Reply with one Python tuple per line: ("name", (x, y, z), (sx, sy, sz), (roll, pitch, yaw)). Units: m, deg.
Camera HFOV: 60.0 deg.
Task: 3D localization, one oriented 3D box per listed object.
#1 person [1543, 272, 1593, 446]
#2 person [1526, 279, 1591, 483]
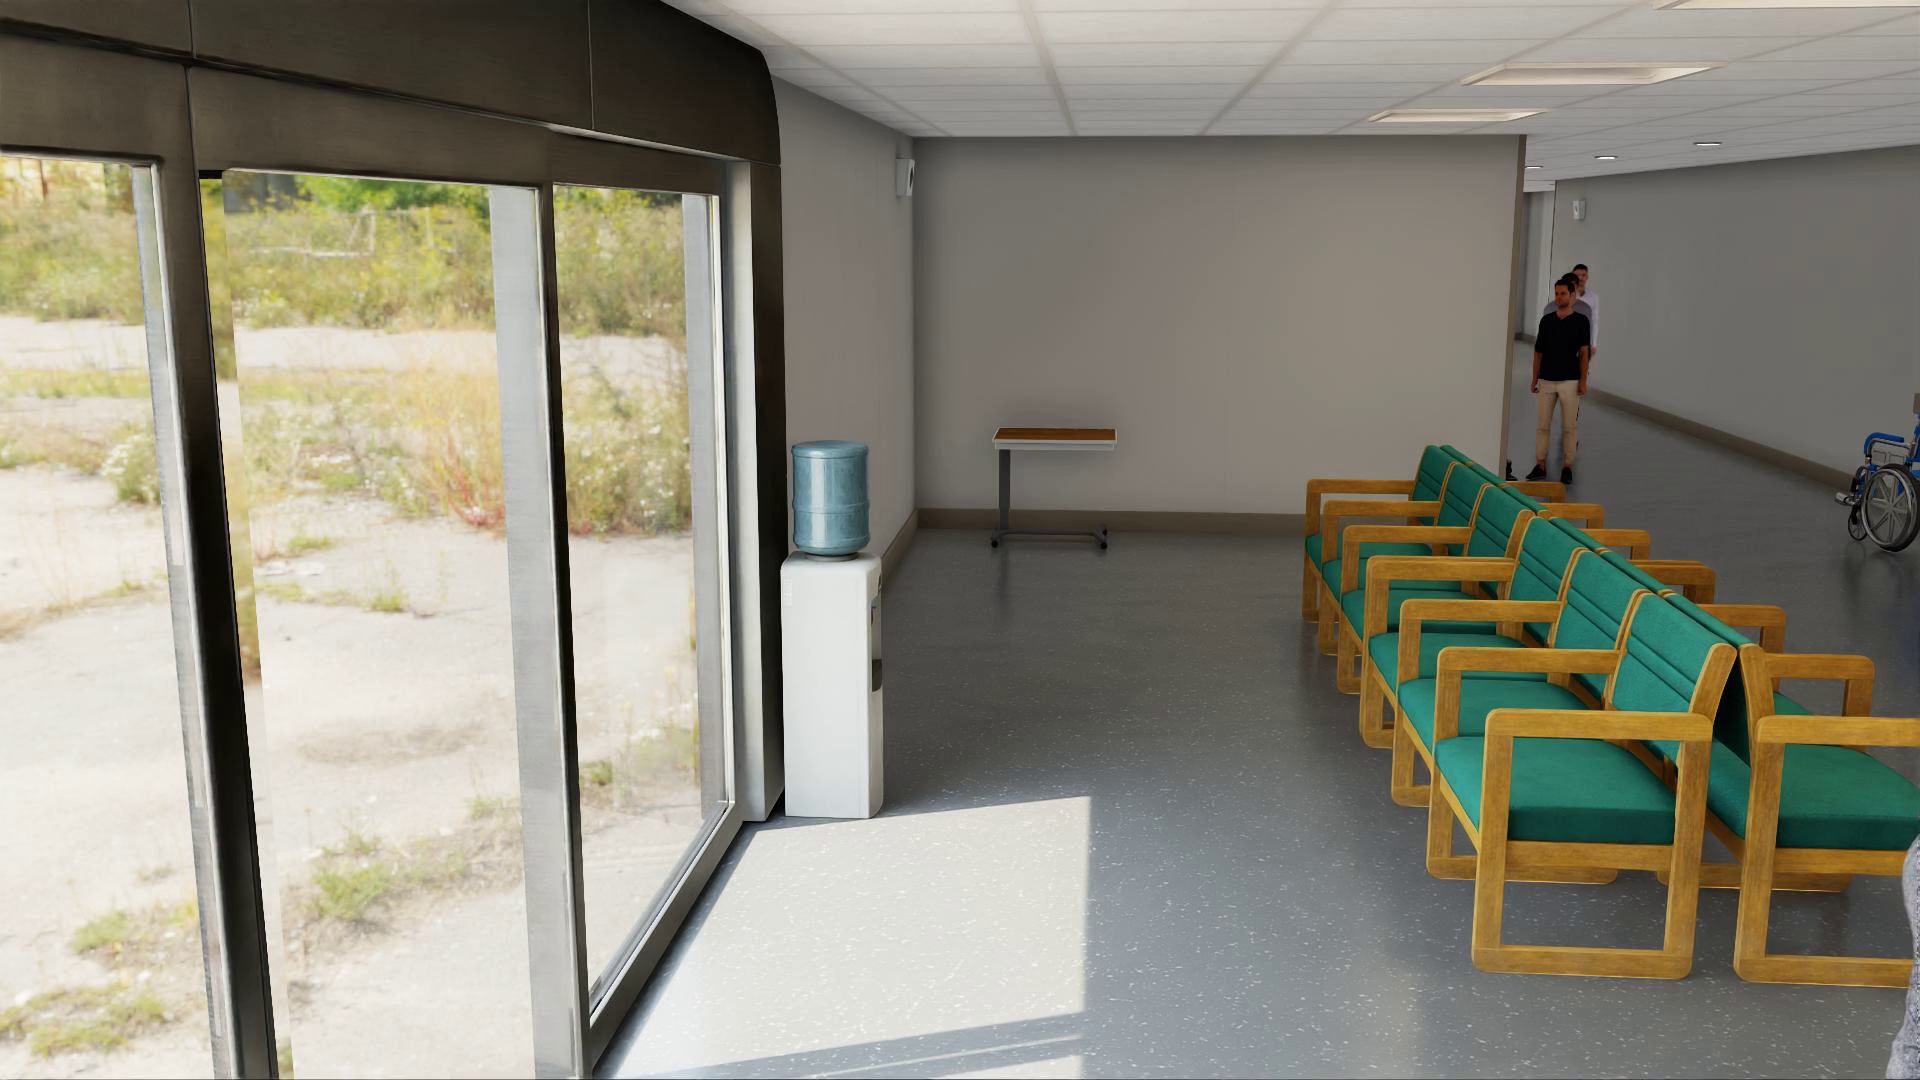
("person", (6.504, -1.951, 17.897), (0.511, 1.844, 0.740), (2, 11, 11))
("person", (5.528, -1.470, 15.324), (0.647, 1.857, 0.784), (7, 13, 34))
